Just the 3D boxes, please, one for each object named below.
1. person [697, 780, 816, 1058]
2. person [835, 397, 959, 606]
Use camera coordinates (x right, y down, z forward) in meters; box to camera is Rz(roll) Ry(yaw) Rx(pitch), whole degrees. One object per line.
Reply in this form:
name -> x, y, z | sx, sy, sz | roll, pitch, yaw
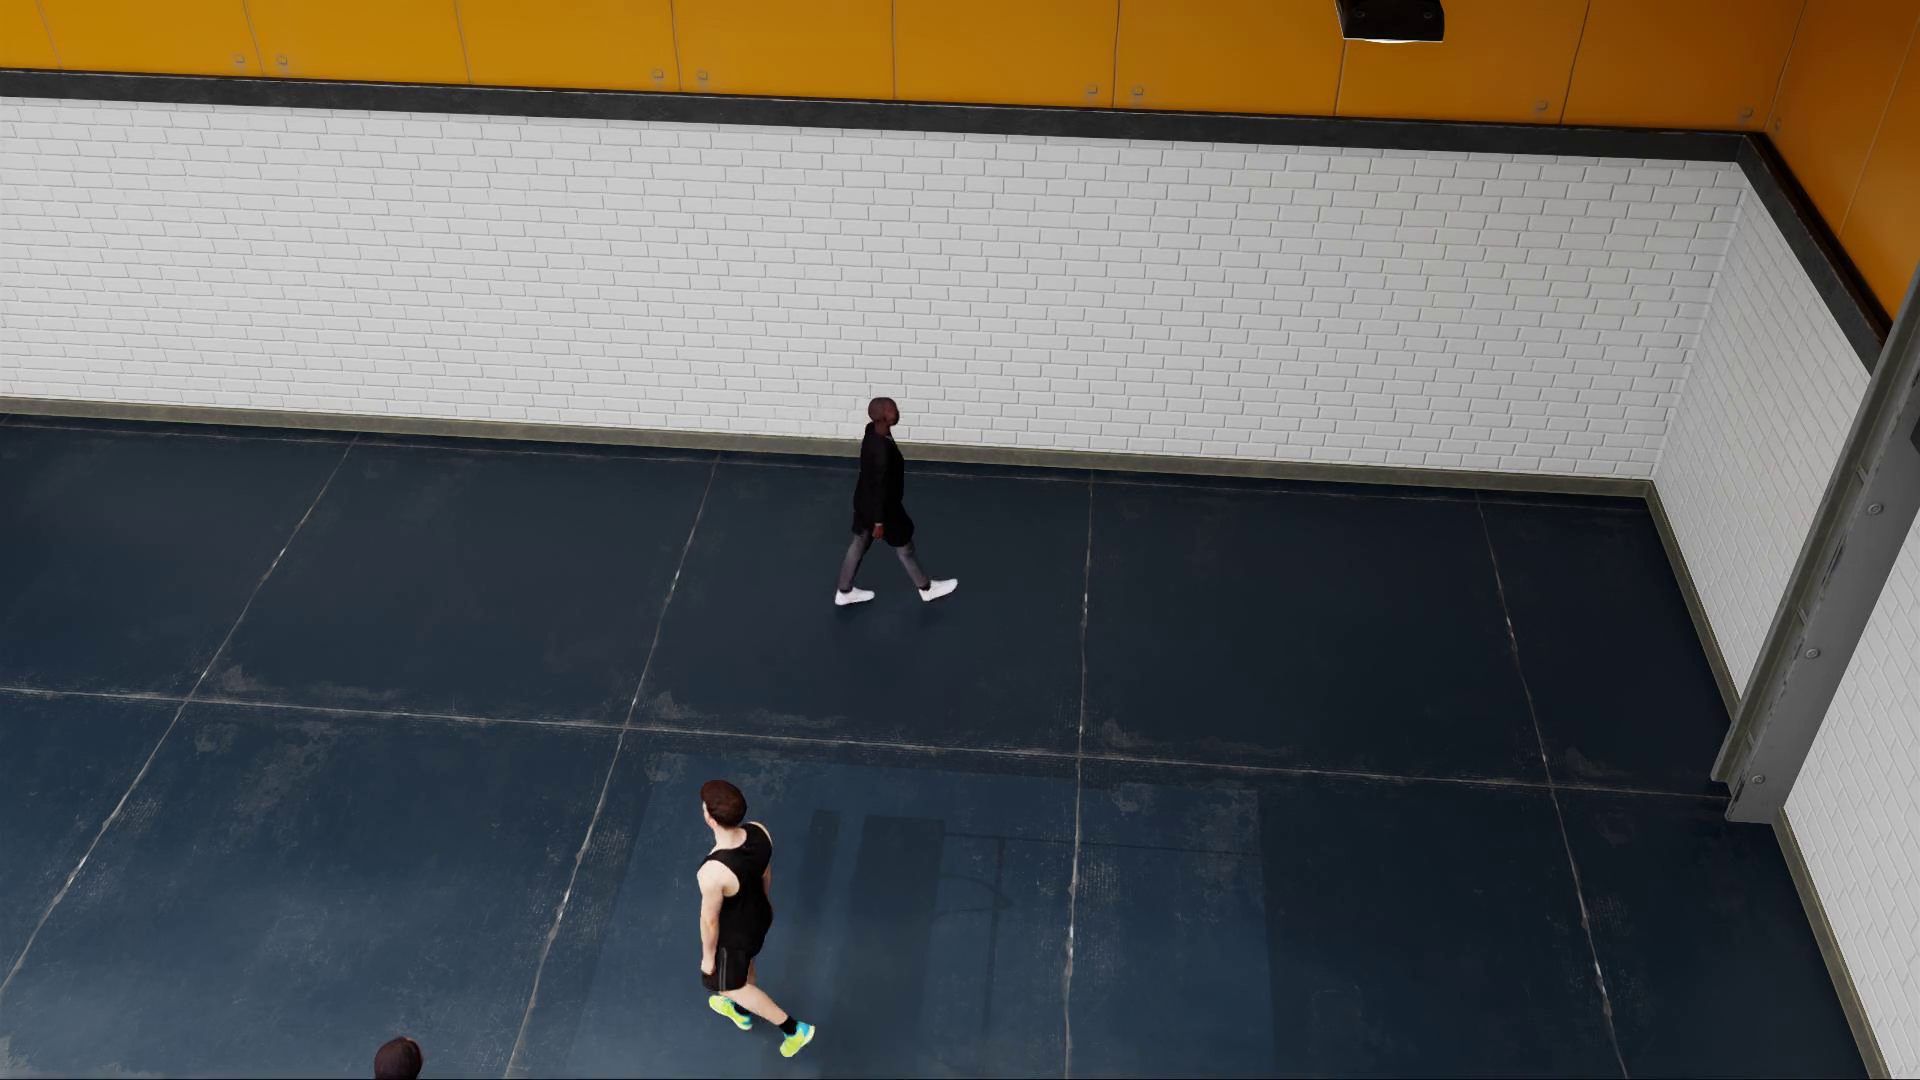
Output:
person -> -1.081, 2.002, 8.530 | 0.954, 1.874, 1.011 | 17, 42, 20
person -> -0.650, -0.204, 11.420 | 0.980, 1.715, 1.133 | -9, 40, -12
